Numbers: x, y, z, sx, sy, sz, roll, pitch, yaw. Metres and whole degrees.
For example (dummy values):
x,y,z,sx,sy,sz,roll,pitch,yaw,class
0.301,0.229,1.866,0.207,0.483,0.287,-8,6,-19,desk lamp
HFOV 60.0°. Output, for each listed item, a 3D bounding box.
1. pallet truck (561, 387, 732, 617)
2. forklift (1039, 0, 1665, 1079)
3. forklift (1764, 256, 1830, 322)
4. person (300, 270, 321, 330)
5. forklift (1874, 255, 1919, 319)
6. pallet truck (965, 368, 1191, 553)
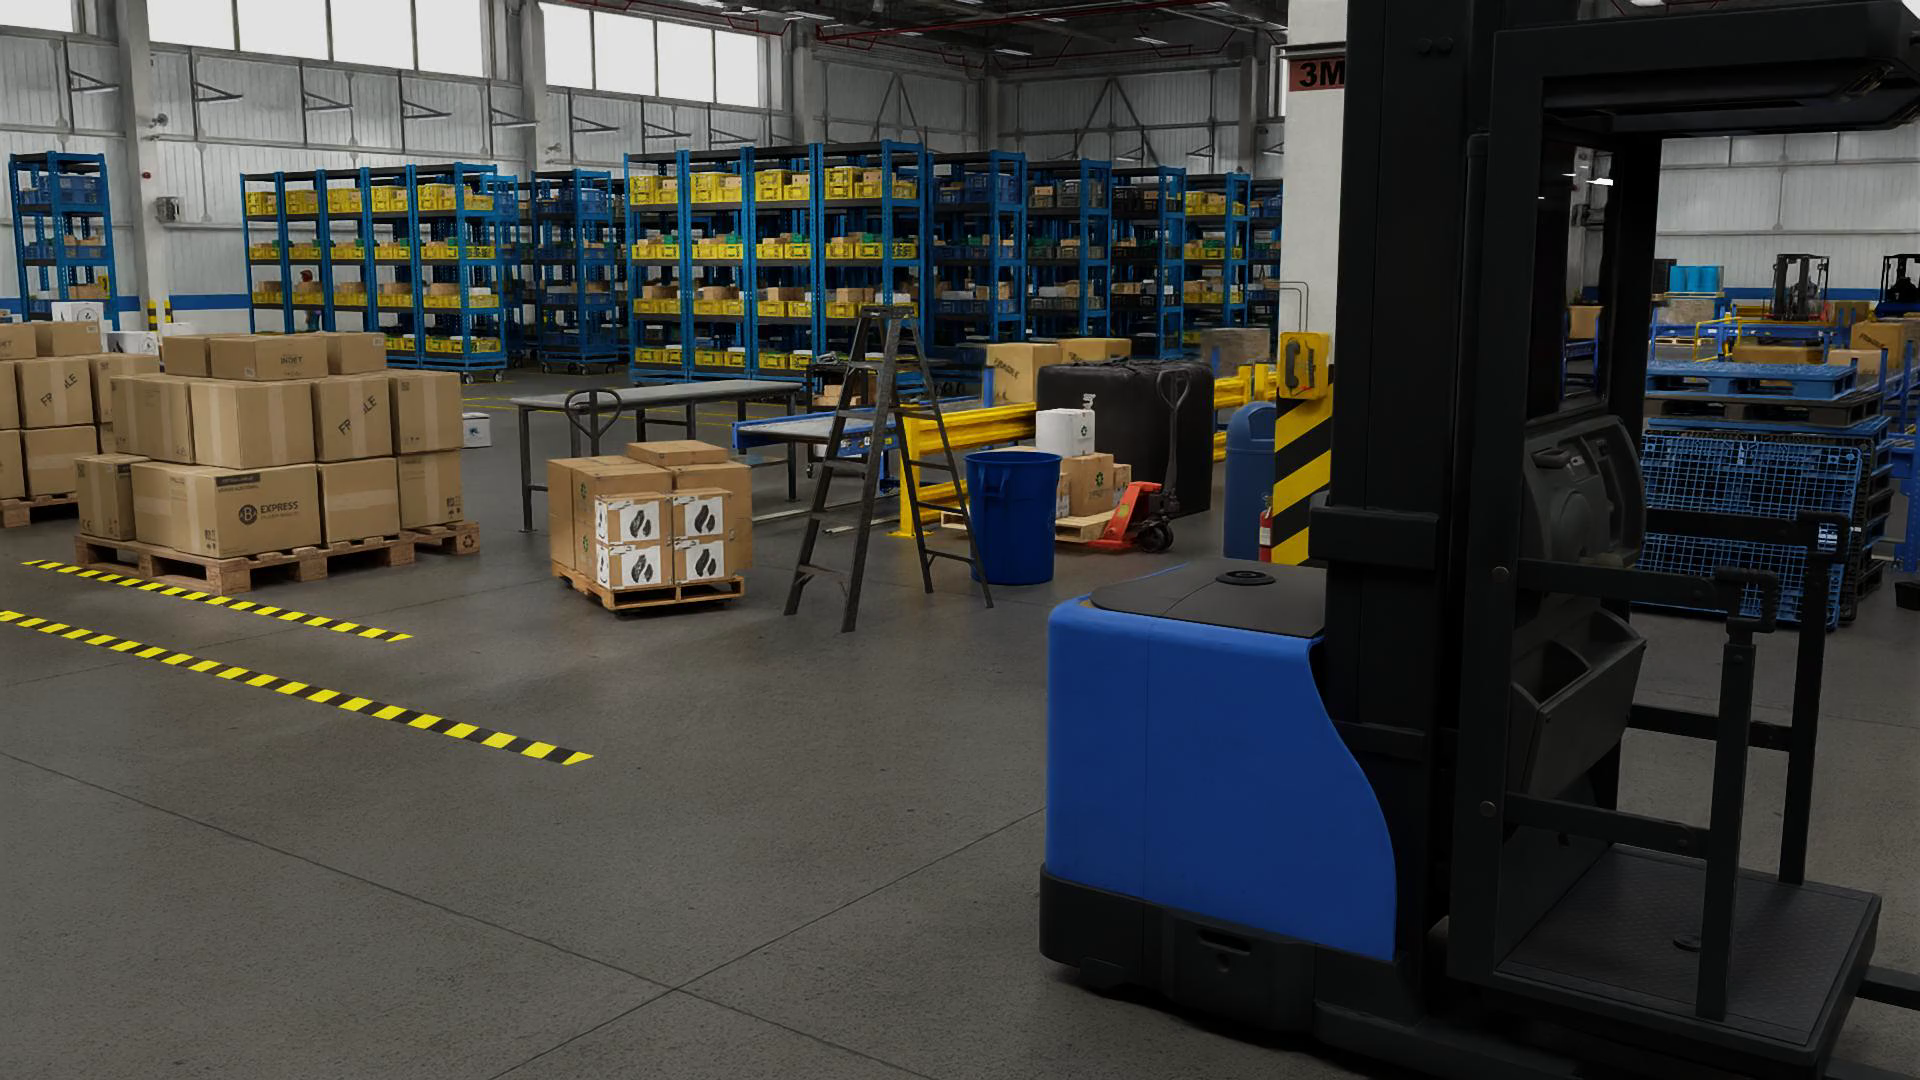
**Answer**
x,y,z,sx,sy,sz,roll,pitch,yaw,class
-1.981,-0.274,10.088,0.680,1.201,1.601,-5,11,-28,pallet truck
1.249,-0.137,4.360,1.873,2.768,1.129,7,12,35,forklift
20.253,-5.854,40.139,1.157,1.987,2.680,7,12,35,forklift
-13.232,-4.593,33.997,0.389,1.838,0.563,-1,10,-7,person
22.089,-5.634,38.796,1.157,1.987,2.680,6,11,33,forklift
0.845,-0.609,11.869,1.630,1.274,0.653,7,12,35,pallet truck
